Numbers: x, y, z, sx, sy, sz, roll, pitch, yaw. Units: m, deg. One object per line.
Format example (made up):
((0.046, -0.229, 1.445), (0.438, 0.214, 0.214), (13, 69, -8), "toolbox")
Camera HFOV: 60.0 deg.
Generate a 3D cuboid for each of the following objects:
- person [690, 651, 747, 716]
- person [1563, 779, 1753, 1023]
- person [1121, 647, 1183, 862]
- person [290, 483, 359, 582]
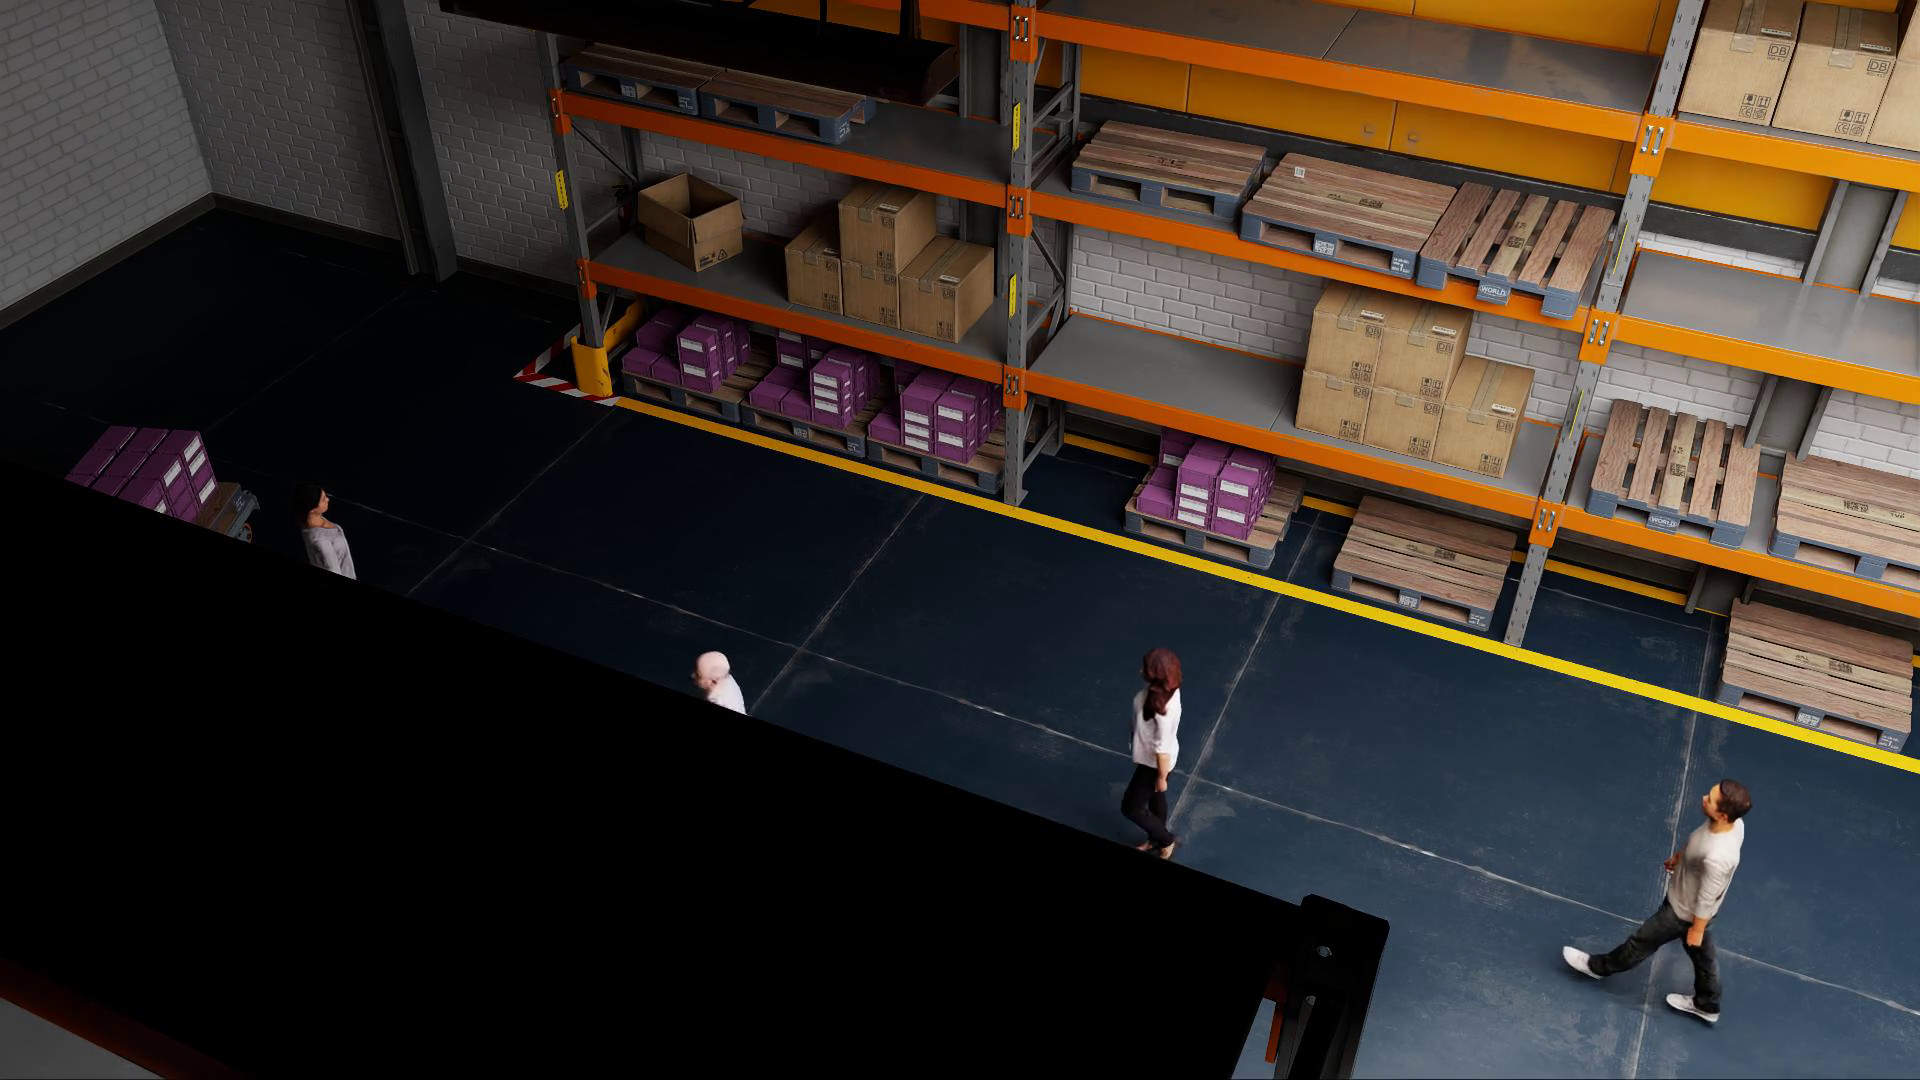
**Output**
((-1.317, 1.340, 9.984), (0.853, 1.825, 0.806), (-9, 40, -11), "person")
((4.129, 2.032, 9.167), (1.132, 1.763, 0.728), (19, 42, 22), "person")
((1.277, 1.318, 10.042), (0.754, 1.787, 0.722), (2, 39, 2), "person")
((-4.228, 0.344, 11.272), (0.744, 1.773, 0.646), (-21, 43, -24), "person")
